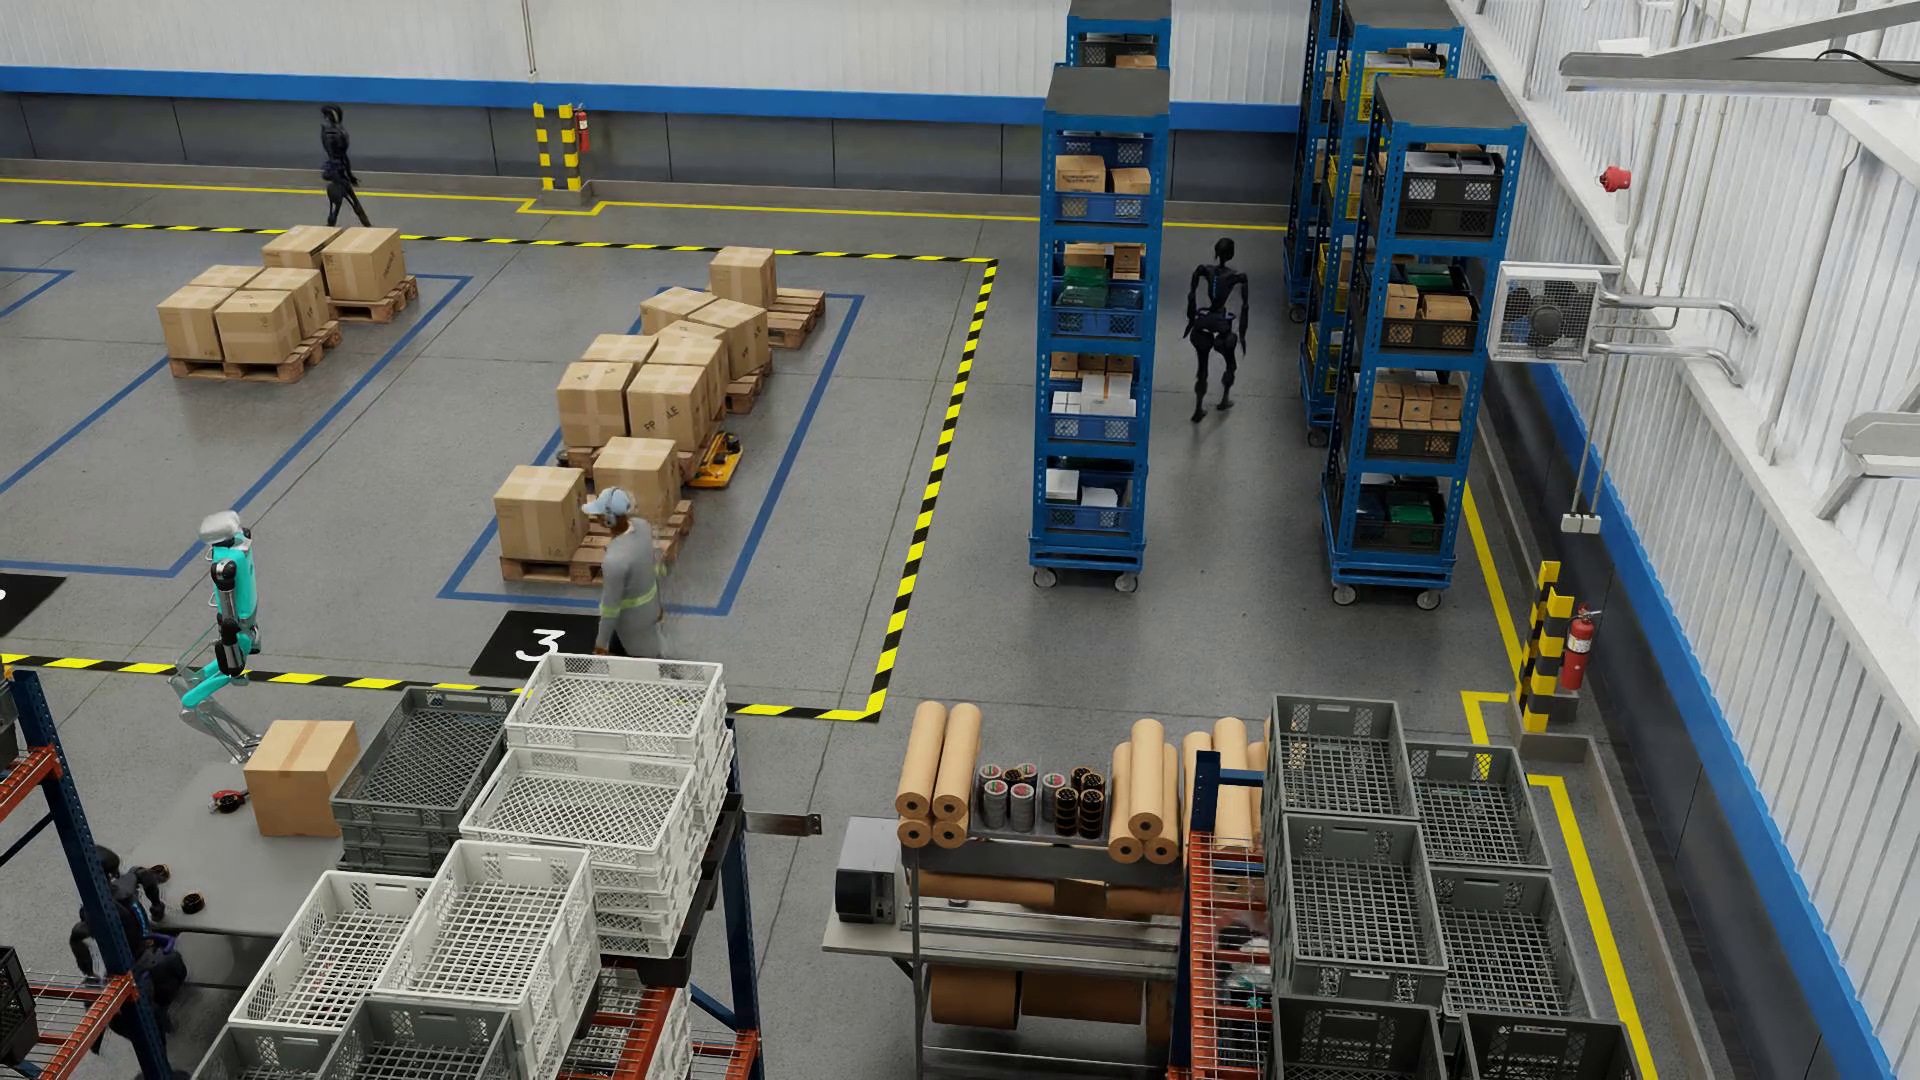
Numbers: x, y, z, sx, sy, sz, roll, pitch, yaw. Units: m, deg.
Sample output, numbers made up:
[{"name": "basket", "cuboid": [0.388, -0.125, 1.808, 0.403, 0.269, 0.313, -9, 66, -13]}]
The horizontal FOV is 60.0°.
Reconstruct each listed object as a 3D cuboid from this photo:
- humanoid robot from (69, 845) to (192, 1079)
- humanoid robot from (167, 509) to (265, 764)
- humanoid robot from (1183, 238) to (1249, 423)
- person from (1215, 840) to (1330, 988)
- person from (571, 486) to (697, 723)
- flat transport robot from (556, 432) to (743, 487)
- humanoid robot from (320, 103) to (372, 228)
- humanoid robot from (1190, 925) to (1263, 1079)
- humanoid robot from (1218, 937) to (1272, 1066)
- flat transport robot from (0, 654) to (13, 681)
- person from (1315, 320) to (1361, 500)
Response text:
[{"name": "humanoid robot", "cuboid": [-3.770, 2.077, 7.756, 0.707, 1.655, 0.583, 6, 31, 11]}, {"name": "humanoid robot", "cuboid": [-4.523, 0.615, 10.020, 0.735, 1.681, 0.533, -5, 31, -8]}, {"name": "humanoid robot", "cuboid": [2.221, -1.846, 14.452, 0.601, 1.647, 0.508, 16, 34, 25]}, {"name": "person", "cuboid": [1.361, 2.058, 7.501, 0.672, 1.927, 0.454, -11, 32, -19]}, {"name": "person", "cuboid": [-2.065, 0.479, 10.324, 0.961, 1.797, 0.609, 3, 30, 5]}, {"name": "flat transport robot", "cuboid": [-2.583, -0.709, 13.863, 1.431, 0.197, 0.652, 3, 30, 6]}, {"name": "humanoid robot", "cuboid": [-6.719, -3.932, 18.067, 0.777, 1.621, 0.586, -3, 30, -4]}, {"name": "humanoid robot", "cuboid": [1.112, 2.309, 7.310, 0.325, 1.637, 0.615, 9, 31, 15]}, {"name": "humanoid robot", "cuboid": [1.429, 2.503, 6.931, 1.012, 1.746, 0.565, 19, 35, 29]}, {"name": "flat transport robot", "cuboid": [-7.142, 0.969, 11.010, 1.431, 0.231, 0.659, 3, 30, 6]}, {"name": "person", "cuboid": [3.084, -1.100, 12.919, 0.371, 1.932, 0.620, -5, 31, -8]}]
